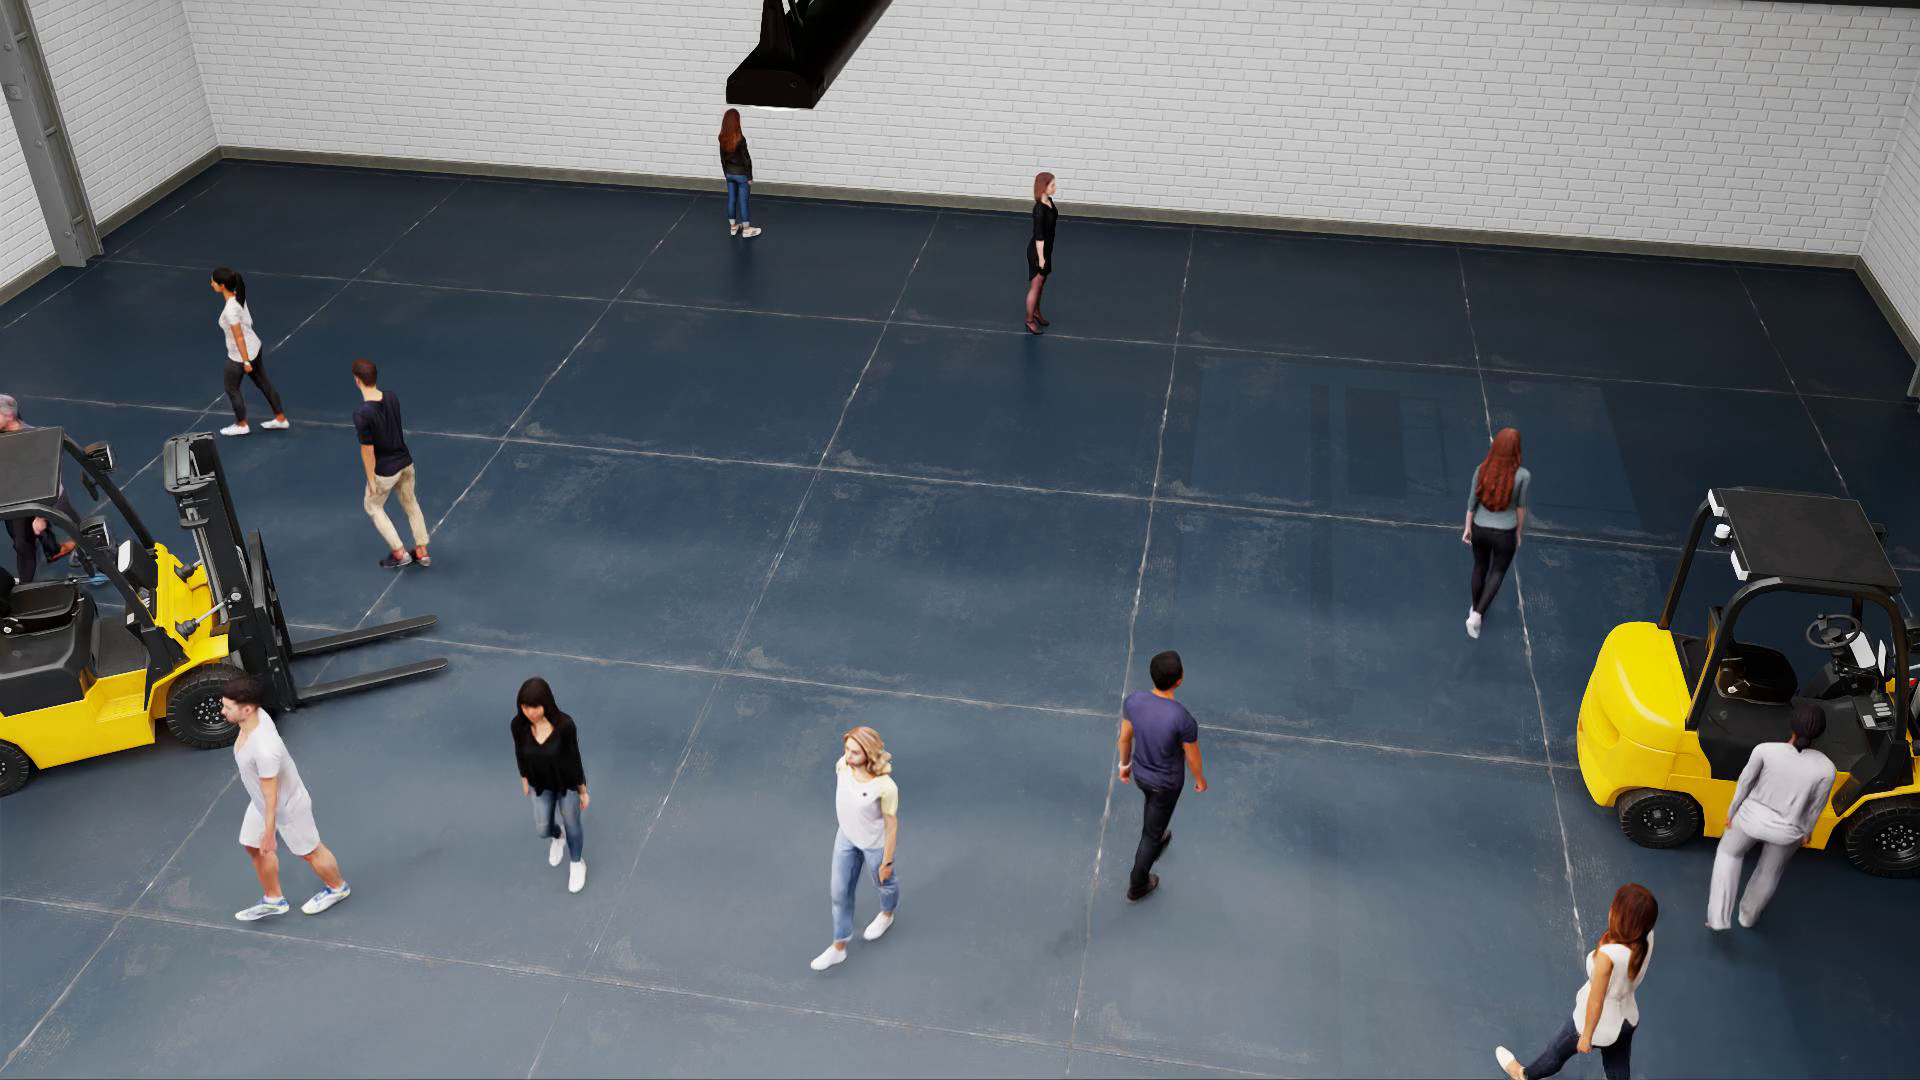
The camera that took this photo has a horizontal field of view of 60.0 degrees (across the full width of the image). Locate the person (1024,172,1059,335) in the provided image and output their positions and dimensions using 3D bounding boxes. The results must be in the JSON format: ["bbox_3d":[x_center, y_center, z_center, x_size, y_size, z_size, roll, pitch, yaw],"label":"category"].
[{"bbox_3d":[0.805,-2.904,16.782,0.650,1.701,0.451,7,34,11],"label":"person"}]

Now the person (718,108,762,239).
[{"bbox_3d":[-2.536,-4.174,18.887,0.623,1.485,0.618,18,38,25],"label":"person"}]

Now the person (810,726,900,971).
[{"bbox_3d":[-0.479,1.726,9.815,0.899,1.701,1.051,23,40,31],"label":"person"}]

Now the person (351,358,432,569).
[{"bbox_3d":[-4.420,-0.551,13.127,0.807,1.828,0.656,16,37,23],"label":"person"}]

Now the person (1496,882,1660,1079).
[{"bbox_3d":[3.401,2.532,8.570,1.084,1.737,1.162,-20,38,-27],"label":"person"}]

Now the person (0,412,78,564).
[{"bbox_3d":[-7.588,-0.614,13.247,0.707,1.800,0.613,2,34,3],"label":"person"}]

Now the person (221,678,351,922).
[{"bbox_3d":[-3.990,1.534,9.989,1.058,1.829,0.999,-22,39,-29],"label":"person"}]

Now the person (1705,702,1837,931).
[{"bbox_3d":[4.781,1.699,9.832,0.808,1.728,0.943,19,38,26],"label":"person"}]

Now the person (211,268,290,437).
[{"bbox_3d":[-6.375,-1.695,15.029,0.781,1.628,0.822,-4,34,-7],"label":"person"}]

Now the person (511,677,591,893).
[{"bbox_3d":[-2.489,1.440,10.304,0.642,1.636,0.706,-1,34,-2],"label":"person"}]

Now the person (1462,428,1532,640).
[{"bbox_3d":[3.961,-0.001,12.389,0.735,1.728,0.968,15,36,21],"label":"person"}]

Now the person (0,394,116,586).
[{"bbox_3d":[-7.005,-0.336,12.854,0.992,1.772,1.285,18,38,25],"label":"person"}]

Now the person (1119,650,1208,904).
[{"bbox_3d":[1.142,1.489,10.114,0.900,1.766,1.001,28,42,35],"label":"person"}]
